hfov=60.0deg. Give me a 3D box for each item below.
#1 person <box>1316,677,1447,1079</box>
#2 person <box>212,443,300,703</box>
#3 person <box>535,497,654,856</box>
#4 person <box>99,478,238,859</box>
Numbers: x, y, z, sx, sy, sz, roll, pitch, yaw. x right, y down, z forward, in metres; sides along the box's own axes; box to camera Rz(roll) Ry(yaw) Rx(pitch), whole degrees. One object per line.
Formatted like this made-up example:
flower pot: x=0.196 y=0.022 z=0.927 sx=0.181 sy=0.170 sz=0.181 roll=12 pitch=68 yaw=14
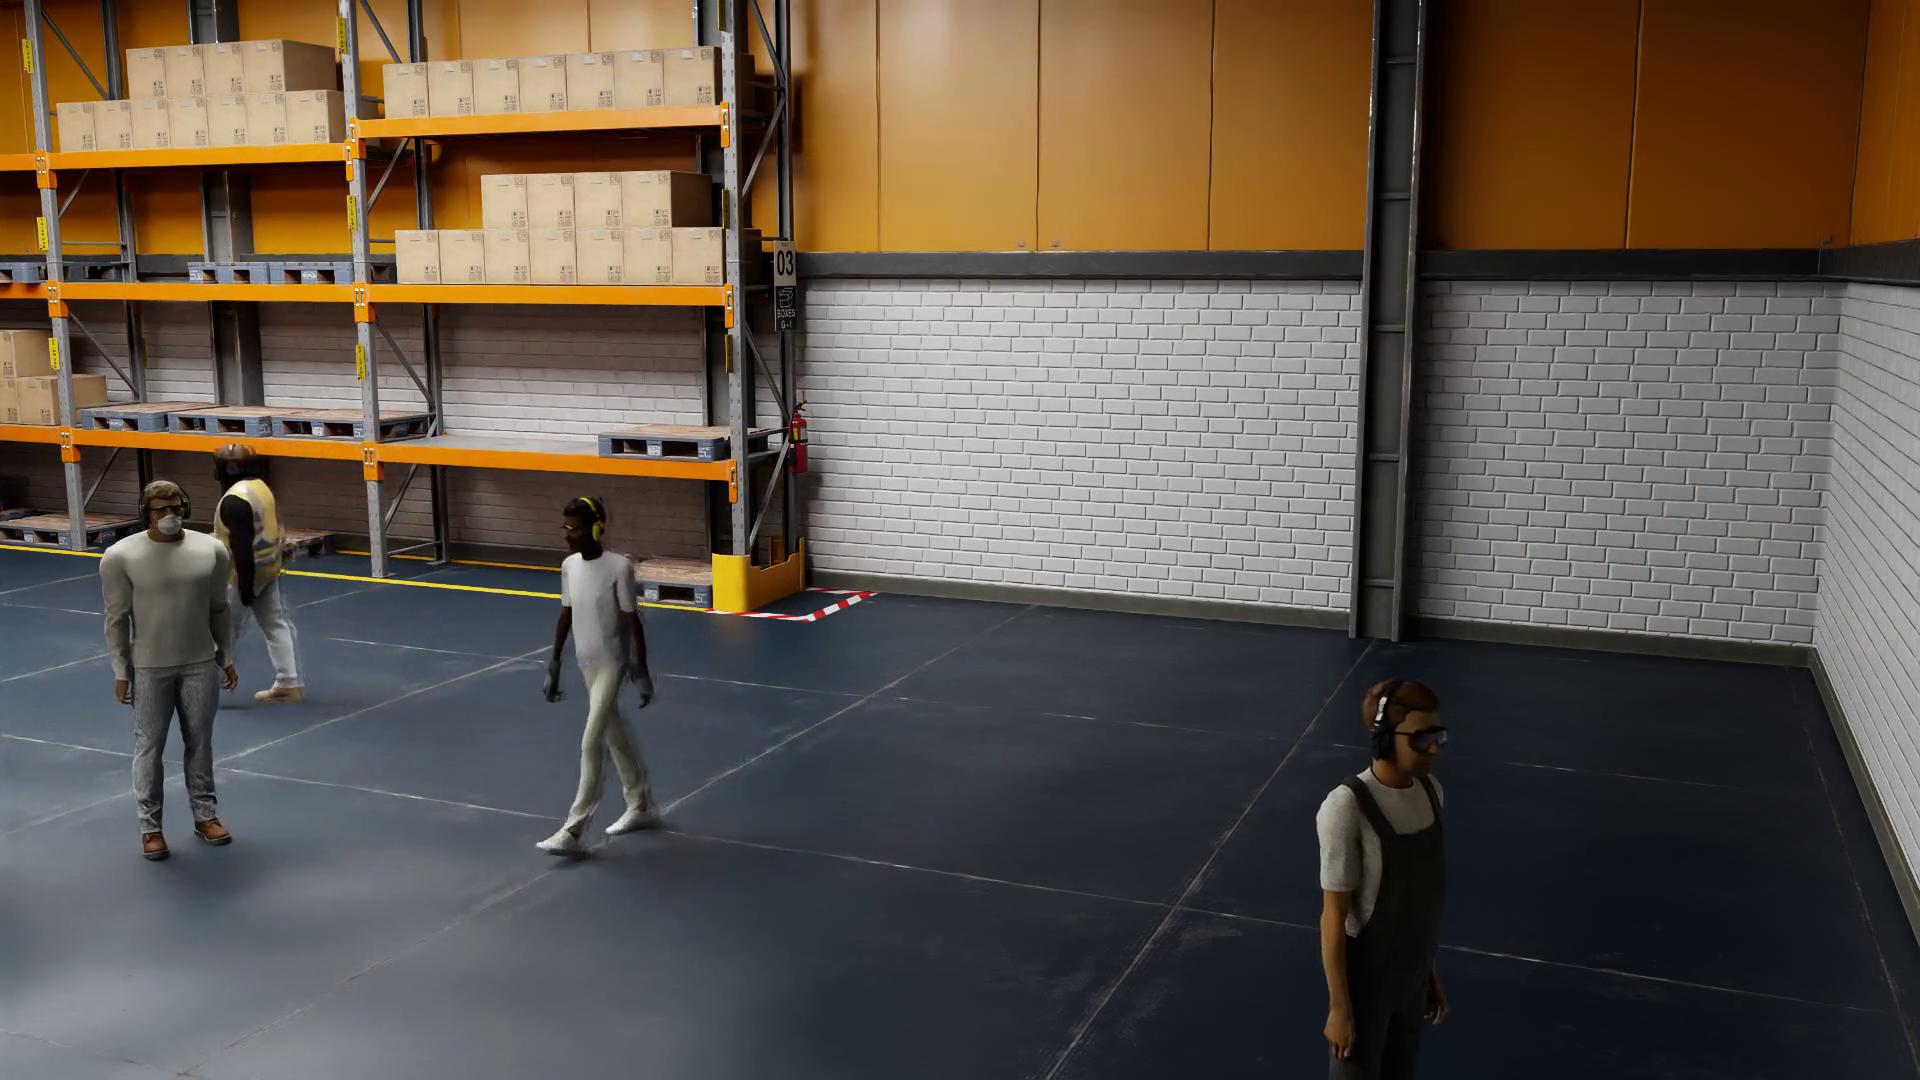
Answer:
person: x=1.234 y=1.301 z=4.857 sx=0.510 sy=1.845 sz=0.331 roll=-8 pitch=12 yaw=-41
person: x=-4.994 y=0.247 z=11.347 sx=0.900 sy=1.803 sz=0.660 roll=-1 pitch=9 yaw=-5
person: x=-1.940 y=0.695 z=8.559 sx=0.559 sy=1.824 sz=0.919 roll=8 pitch=12 yaw=39
person: x=-4.038 y=0.644 z=8.550 sx=0.627 sy=1.941 sz=0.373 roll=-8 pitch=12 yaw=-41
